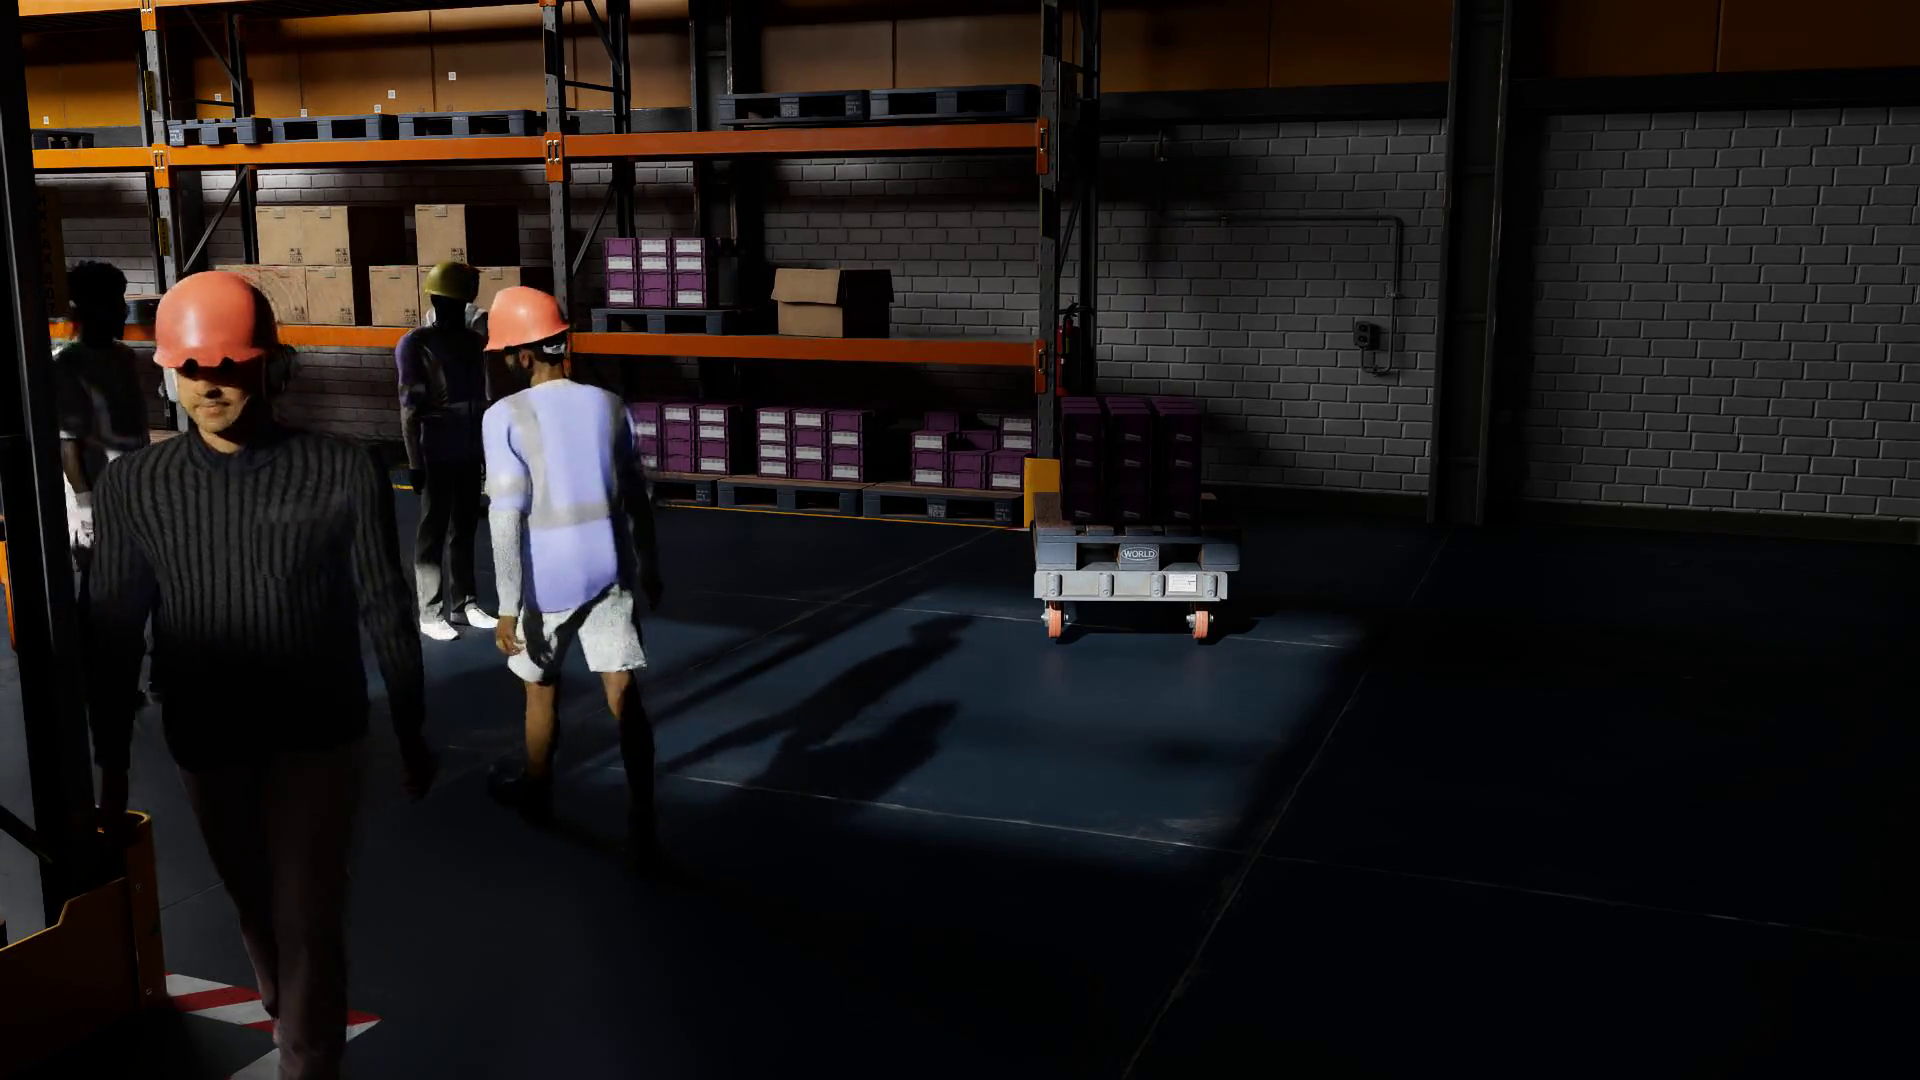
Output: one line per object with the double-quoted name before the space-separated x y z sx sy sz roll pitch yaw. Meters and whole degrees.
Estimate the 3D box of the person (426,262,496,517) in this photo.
"person" -3.652 -1.093 12.227 0.591 1.871 0.390 6 12 29

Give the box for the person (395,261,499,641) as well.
"person" -2.595 -0.458 8.533 0.383 1.922 0.593 5 11 26

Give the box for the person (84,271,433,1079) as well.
"person" -1.480 0.440 3.445 0.646 1.949 0.971 -1 10 -6

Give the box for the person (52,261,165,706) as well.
"person" -3.565 -0.220 7.164 0.709 1.935 0.636 1 10 7

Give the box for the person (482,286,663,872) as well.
"person" -1.280 0.107 5.514 0.688 1.866 0.995 -9 14 -42
